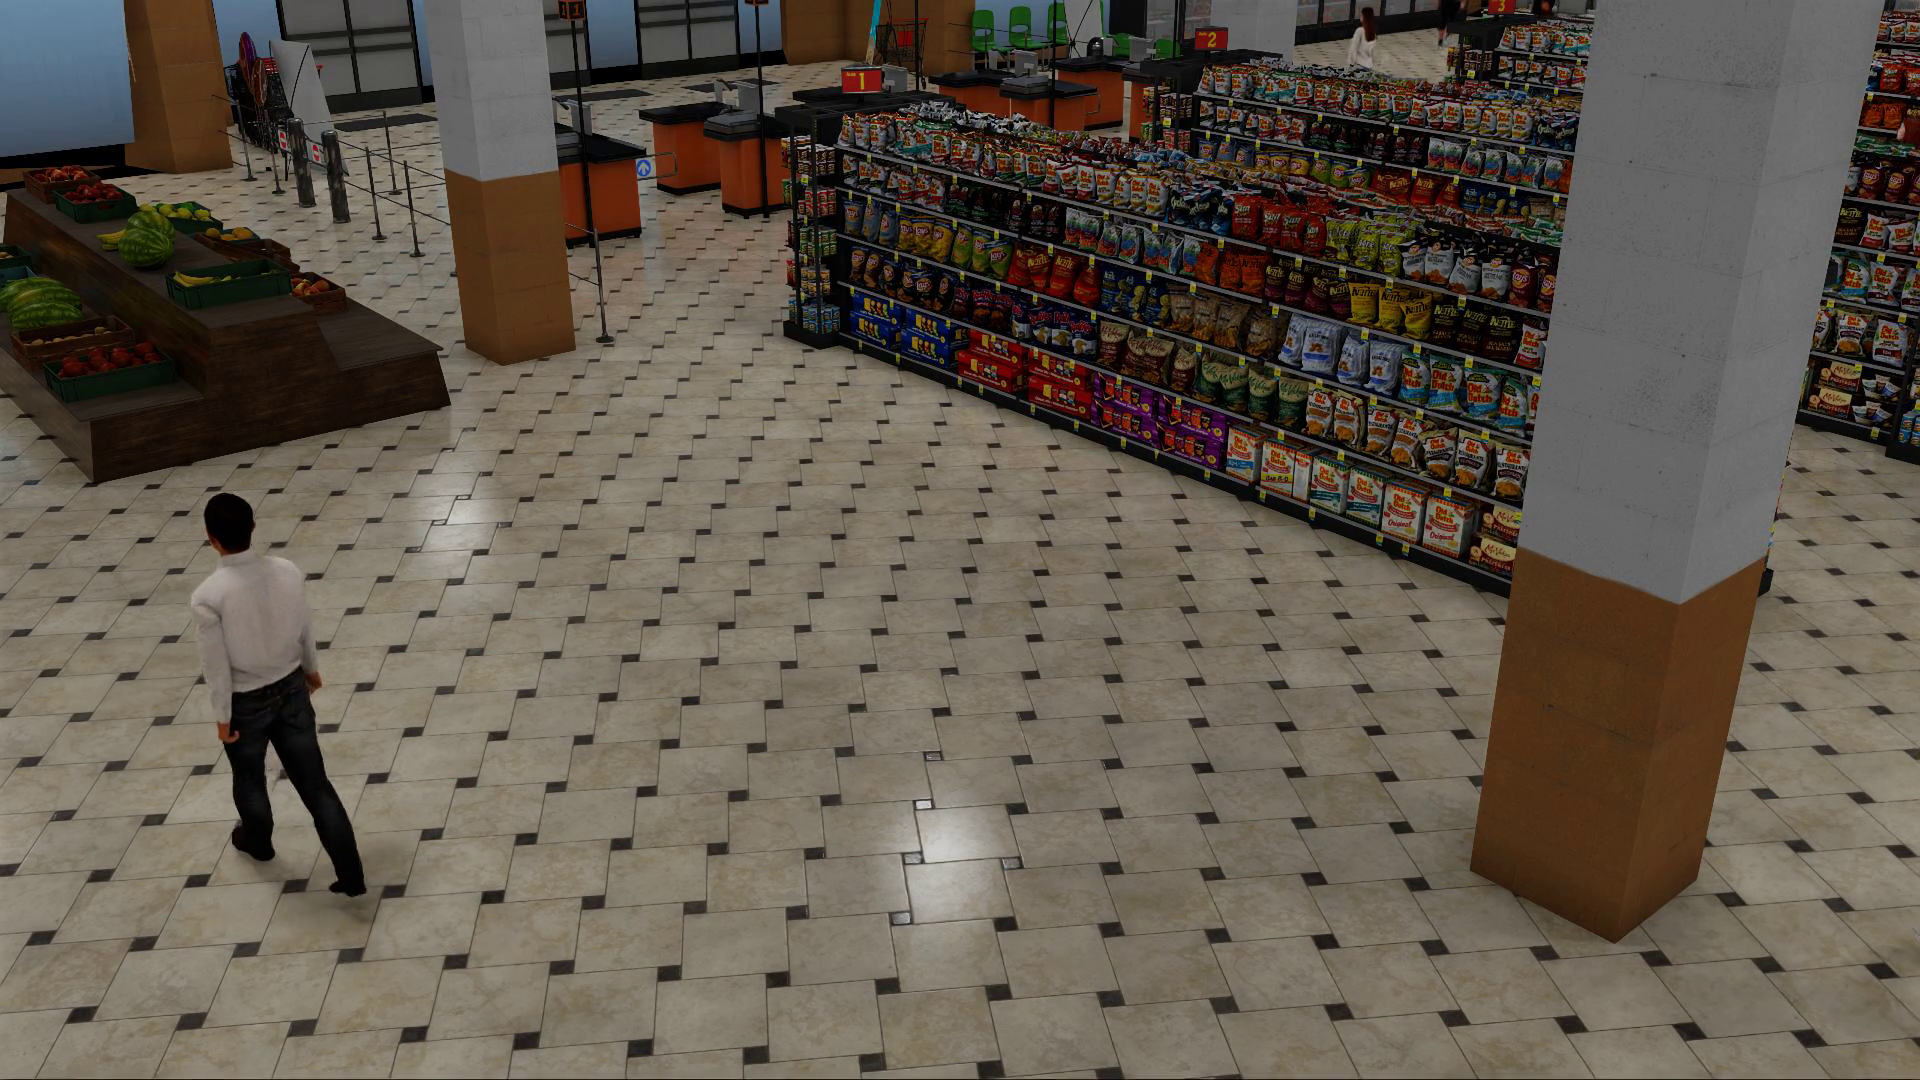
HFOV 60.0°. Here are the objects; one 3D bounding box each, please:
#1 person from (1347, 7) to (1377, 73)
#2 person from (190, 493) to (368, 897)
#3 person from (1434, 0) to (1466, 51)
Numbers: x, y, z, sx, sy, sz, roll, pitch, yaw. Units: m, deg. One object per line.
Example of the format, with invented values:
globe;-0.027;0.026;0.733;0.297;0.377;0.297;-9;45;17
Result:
person;5.945;-6.915;24.380;0.639;1.676;0.992;-20;31;-38
person;-2.801;0.702;6.860;1.228;1.766;0.821;19;30;36
person;9.582;-10.526;32.443;1.100;1.828;1.122;7;25;16
